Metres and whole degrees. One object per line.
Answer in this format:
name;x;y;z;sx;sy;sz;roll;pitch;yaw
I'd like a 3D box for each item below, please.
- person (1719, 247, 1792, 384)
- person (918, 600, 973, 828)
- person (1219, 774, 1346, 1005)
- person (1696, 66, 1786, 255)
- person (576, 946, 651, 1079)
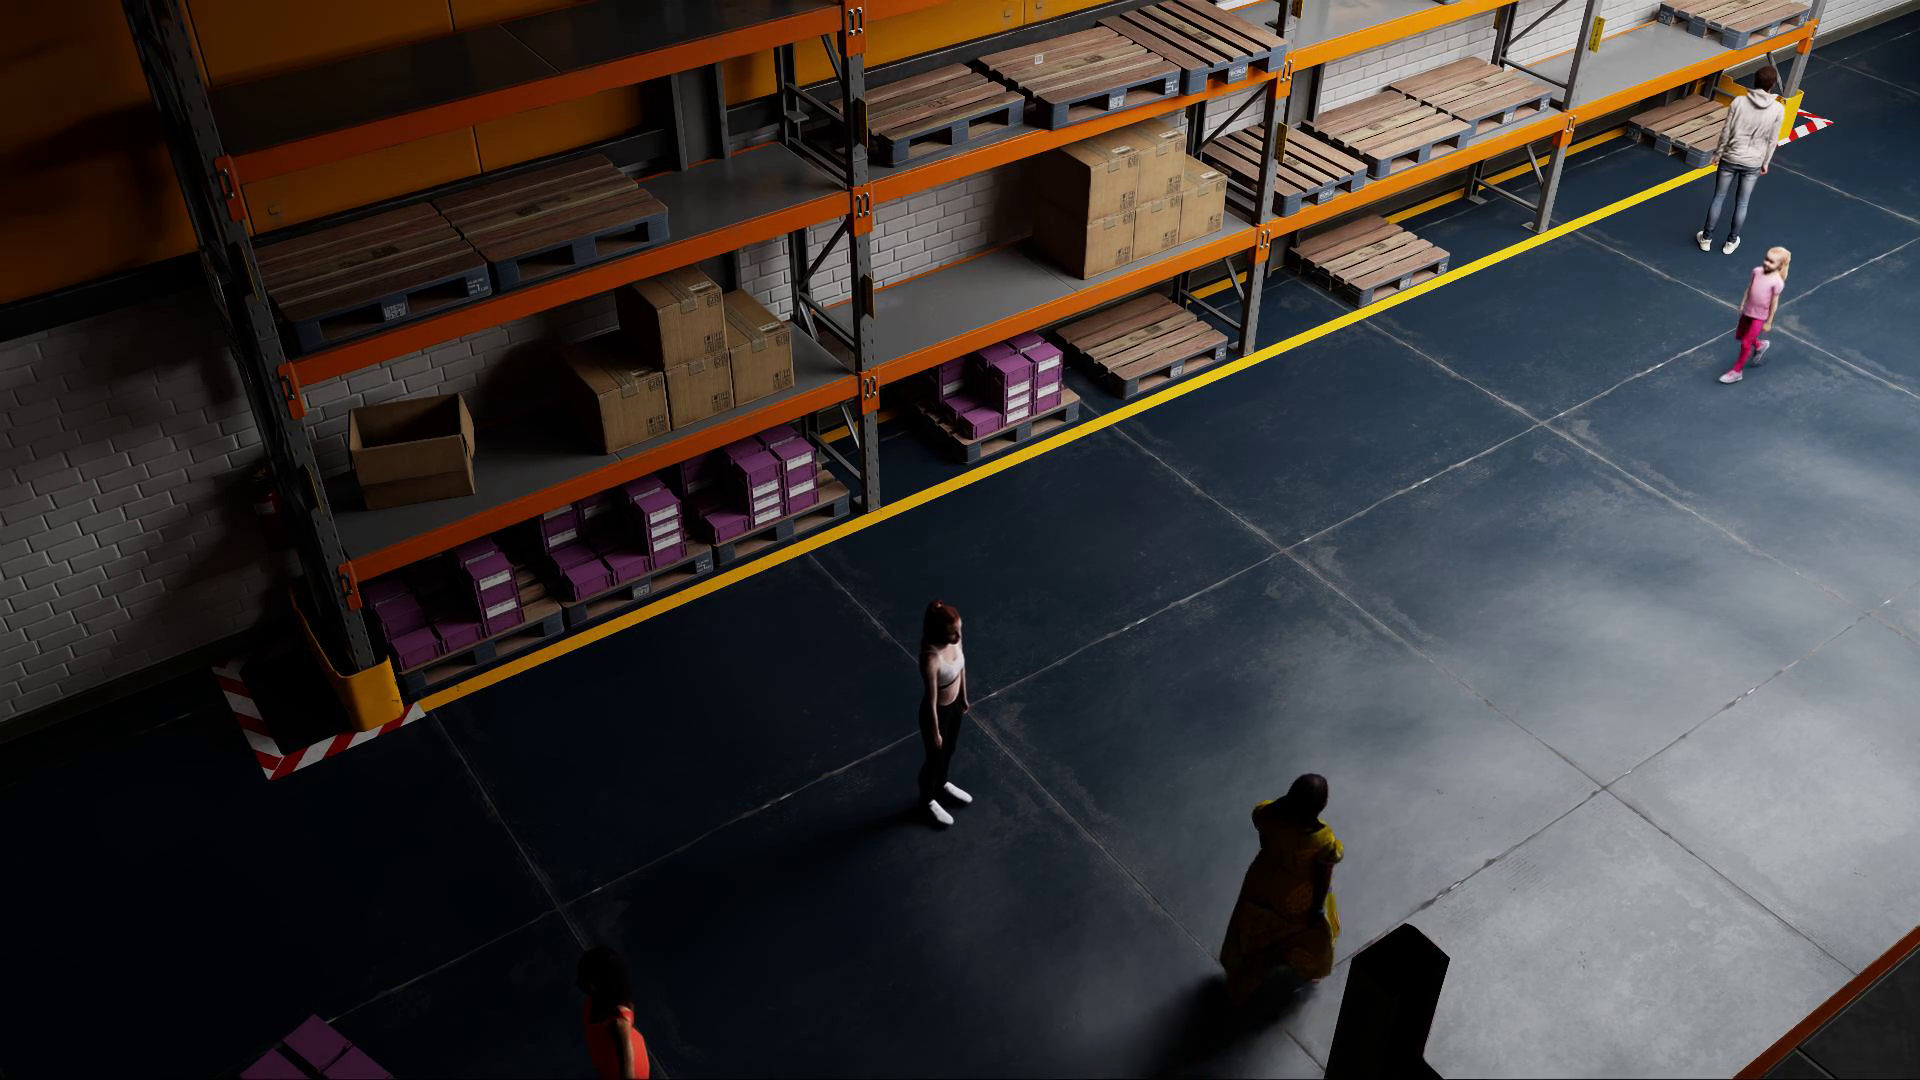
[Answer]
person;6.903;-1.960;14.323;0.810;1.255;0.566;-17;42;-20
person;-0.126;1.041;10.171;0.712;1.745;0.593;18;42;21
person;1.737;1.965;9.101;0.993;1.638;1.196;22;43;25
person;7.494;-3.642;15.951;0.758;1.850;0.775;13;40;16
person;-1.668;2.601;8.241;0.571;1.717;0.616;-17;42;-20
